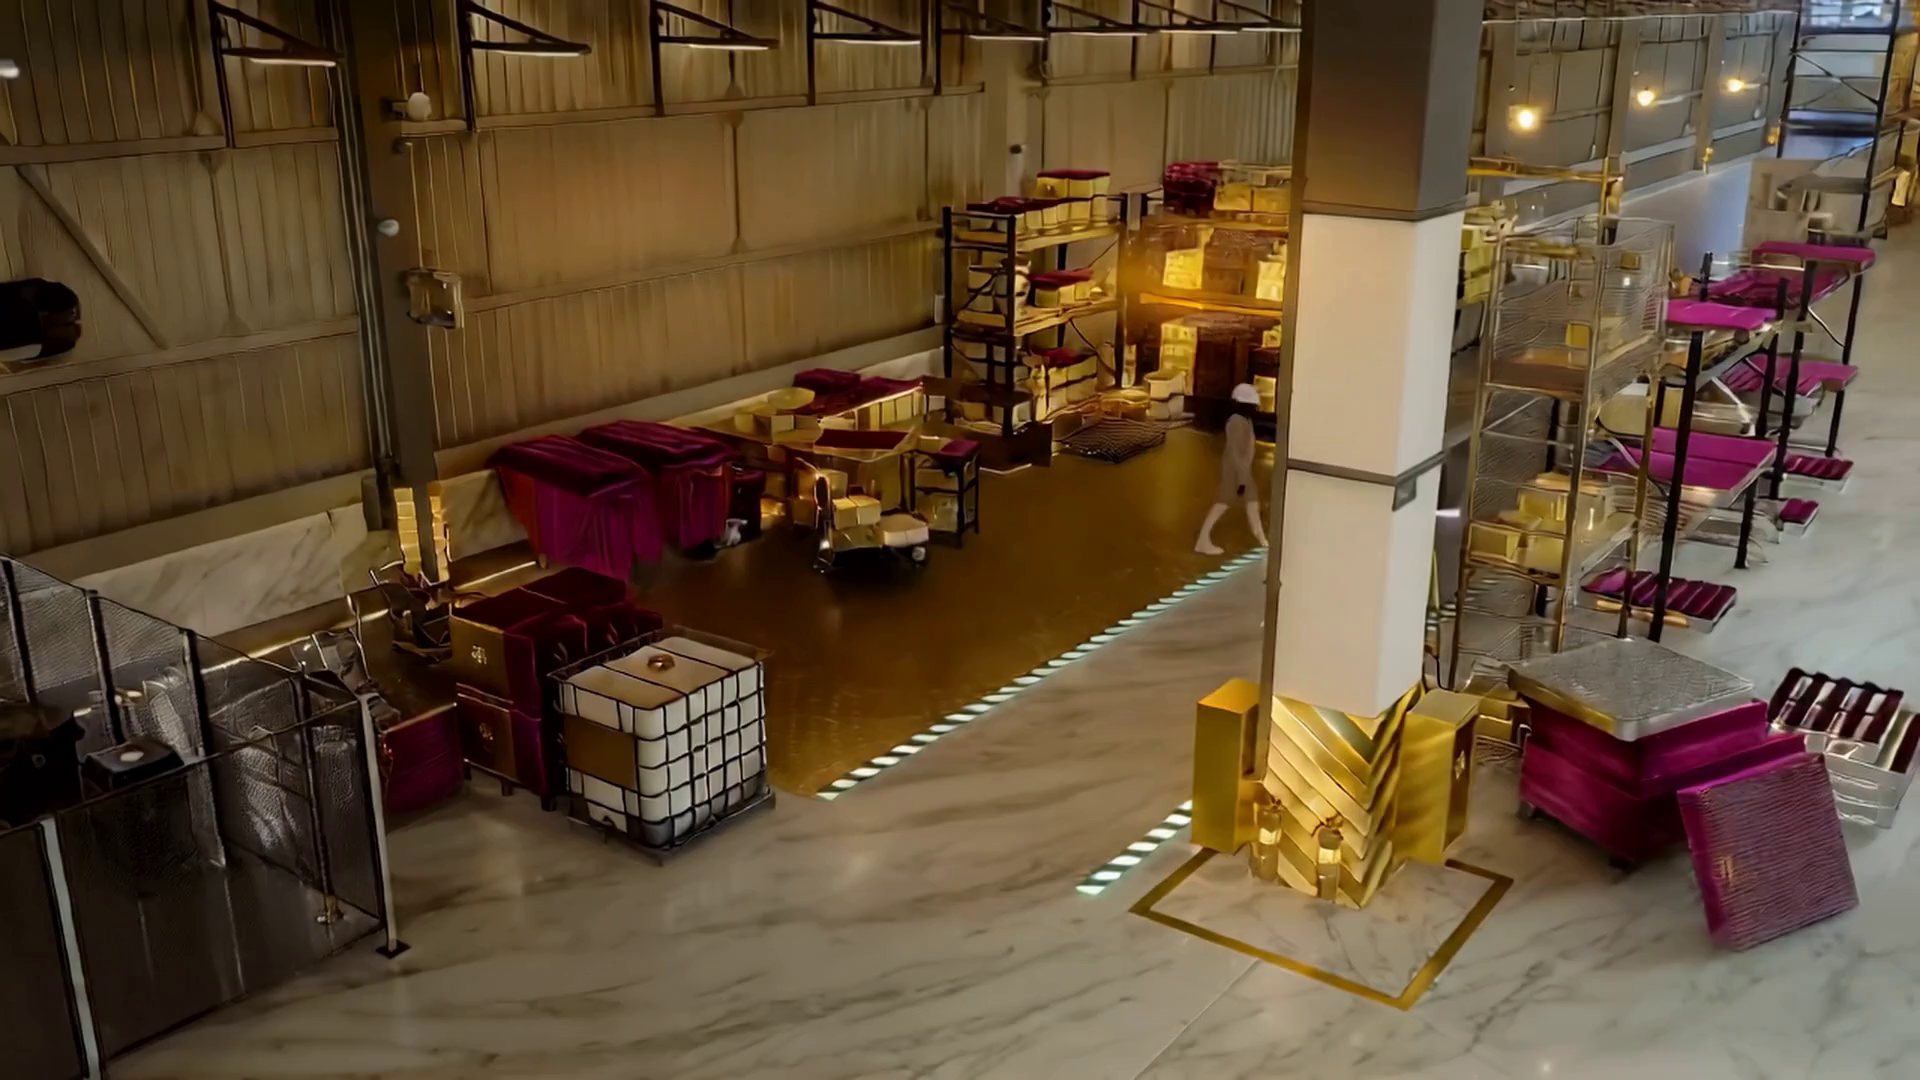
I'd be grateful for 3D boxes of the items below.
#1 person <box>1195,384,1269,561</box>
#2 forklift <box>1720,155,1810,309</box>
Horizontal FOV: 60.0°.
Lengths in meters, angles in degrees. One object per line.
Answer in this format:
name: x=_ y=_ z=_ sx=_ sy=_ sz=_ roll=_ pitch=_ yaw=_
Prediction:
person: x=2.933 y=-0.699 z=17.343 sx=1.021 sy=1.878 sz=0.561 roll=10 pitch=21 yaw=28
forklift: x=15.363 y=-5.849 z=31.521 sx=1.129 sy=2.768 sz=1.873 roll=13 pitch=22 yaw=34
